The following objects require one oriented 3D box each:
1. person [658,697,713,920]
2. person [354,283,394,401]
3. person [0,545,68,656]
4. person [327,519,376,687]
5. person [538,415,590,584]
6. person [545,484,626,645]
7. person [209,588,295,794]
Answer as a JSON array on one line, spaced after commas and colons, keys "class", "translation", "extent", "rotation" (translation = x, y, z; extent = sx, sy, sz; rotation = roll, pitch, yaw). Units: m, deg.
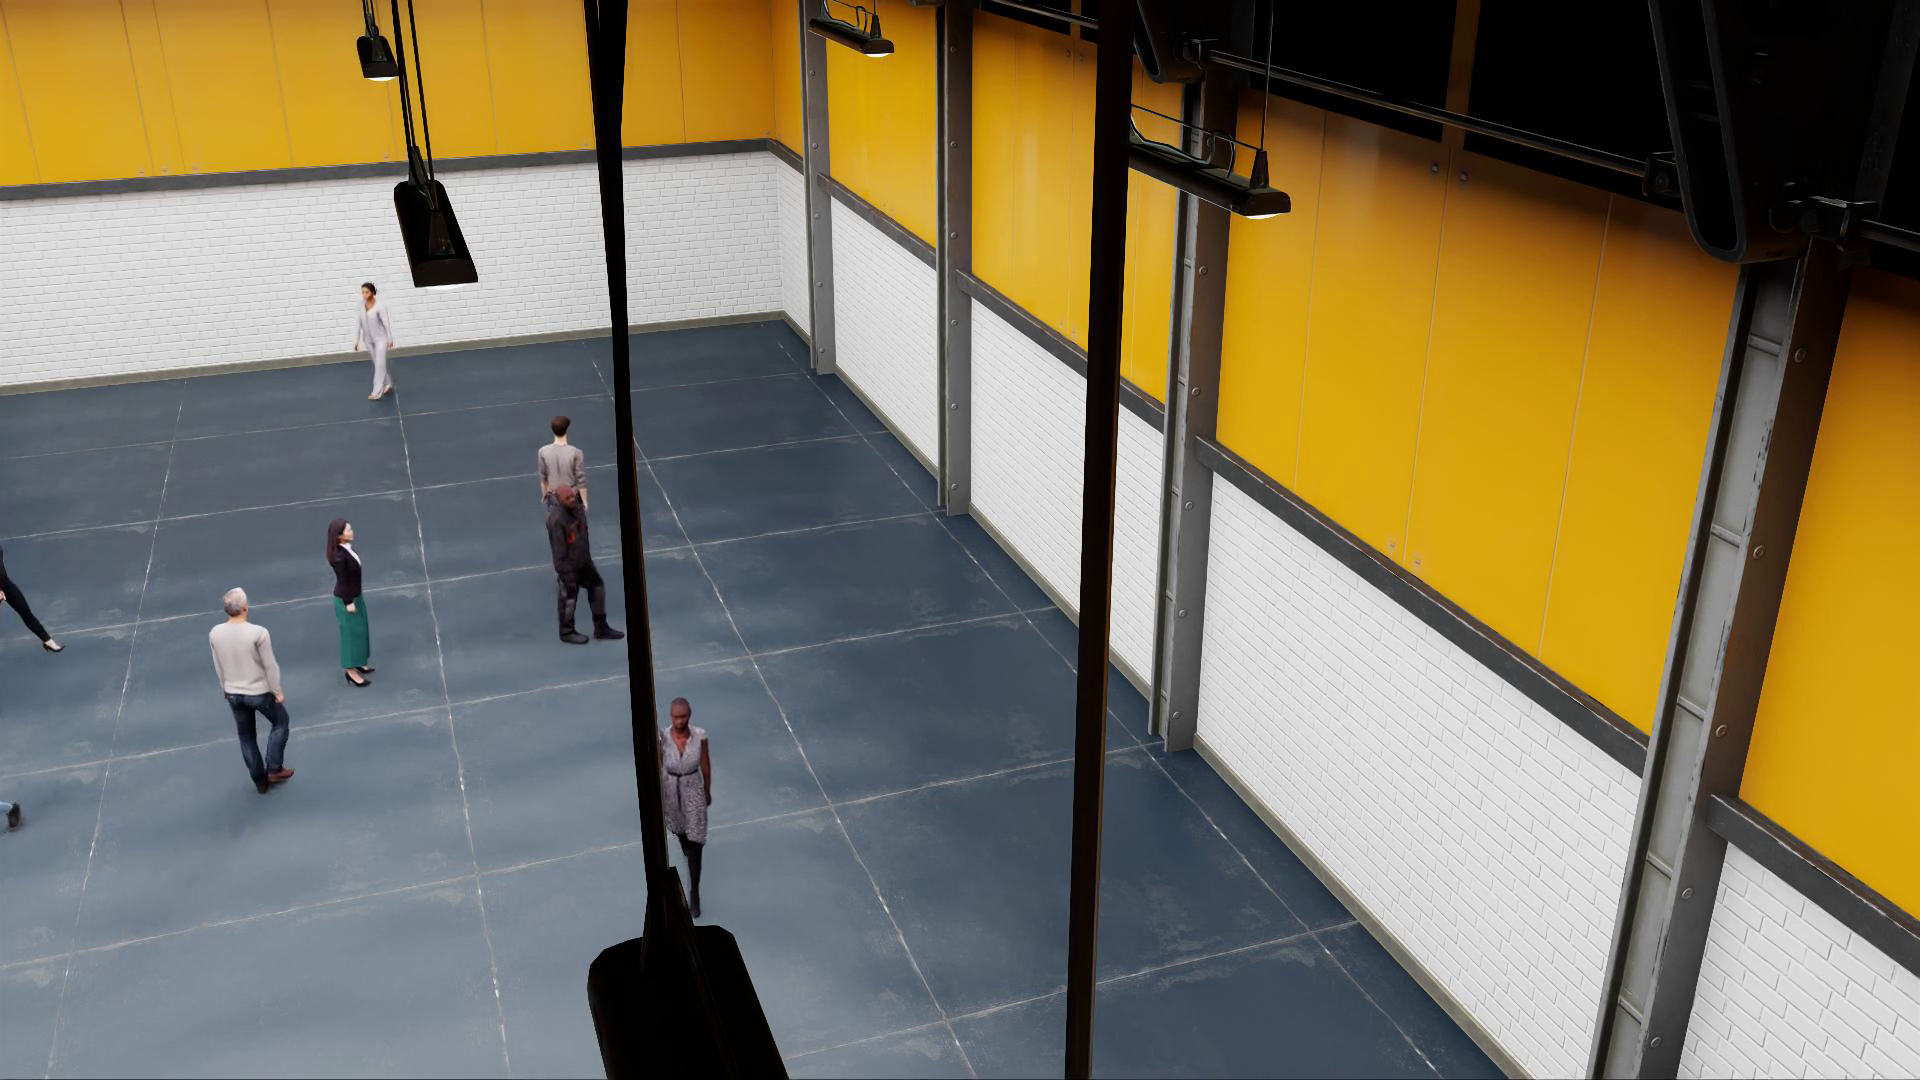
[{"class": "person", "translation": [-2.184, 2.003, 13.059], "extent": [0.759, 1.754, 1.210], "rotation": [-4, 24, -9]}, {"class": "person", "translation": [-8.548, -2.956, 24.474], "extent": [1.017, 1.698, 1.146], "rotation": [7, 25, 16]}, {"class": "person", "translation": [-9.685, 0.522, 16.571], "extent": [0.819, 1.655, 1.076], "rotation": [-3, 24, -7]}, {"class": "person", "translation": [-5.994, 0.595, 16.301], "extent": [0.680, 1.738, 0.511], "rotation": [-5, 24, -12]}, {"class": "person", "translation": [-4.413, -0.422, 18.451], "extent": [0.874, 1.879, 1.158], "rotation": [-2, 24, -4]}, {"class": "person", "translation": [-4.060, 0.243, 17.031], "extent": [1.050, 1.799, 1.015], "rotation": [6, 24, 13]}, {"class": "person", "translation": [-6.157, 1.353, 14.362], "extent": [0.856, 1.901, 0.831], "rotation": [2, 24, 4]}]
